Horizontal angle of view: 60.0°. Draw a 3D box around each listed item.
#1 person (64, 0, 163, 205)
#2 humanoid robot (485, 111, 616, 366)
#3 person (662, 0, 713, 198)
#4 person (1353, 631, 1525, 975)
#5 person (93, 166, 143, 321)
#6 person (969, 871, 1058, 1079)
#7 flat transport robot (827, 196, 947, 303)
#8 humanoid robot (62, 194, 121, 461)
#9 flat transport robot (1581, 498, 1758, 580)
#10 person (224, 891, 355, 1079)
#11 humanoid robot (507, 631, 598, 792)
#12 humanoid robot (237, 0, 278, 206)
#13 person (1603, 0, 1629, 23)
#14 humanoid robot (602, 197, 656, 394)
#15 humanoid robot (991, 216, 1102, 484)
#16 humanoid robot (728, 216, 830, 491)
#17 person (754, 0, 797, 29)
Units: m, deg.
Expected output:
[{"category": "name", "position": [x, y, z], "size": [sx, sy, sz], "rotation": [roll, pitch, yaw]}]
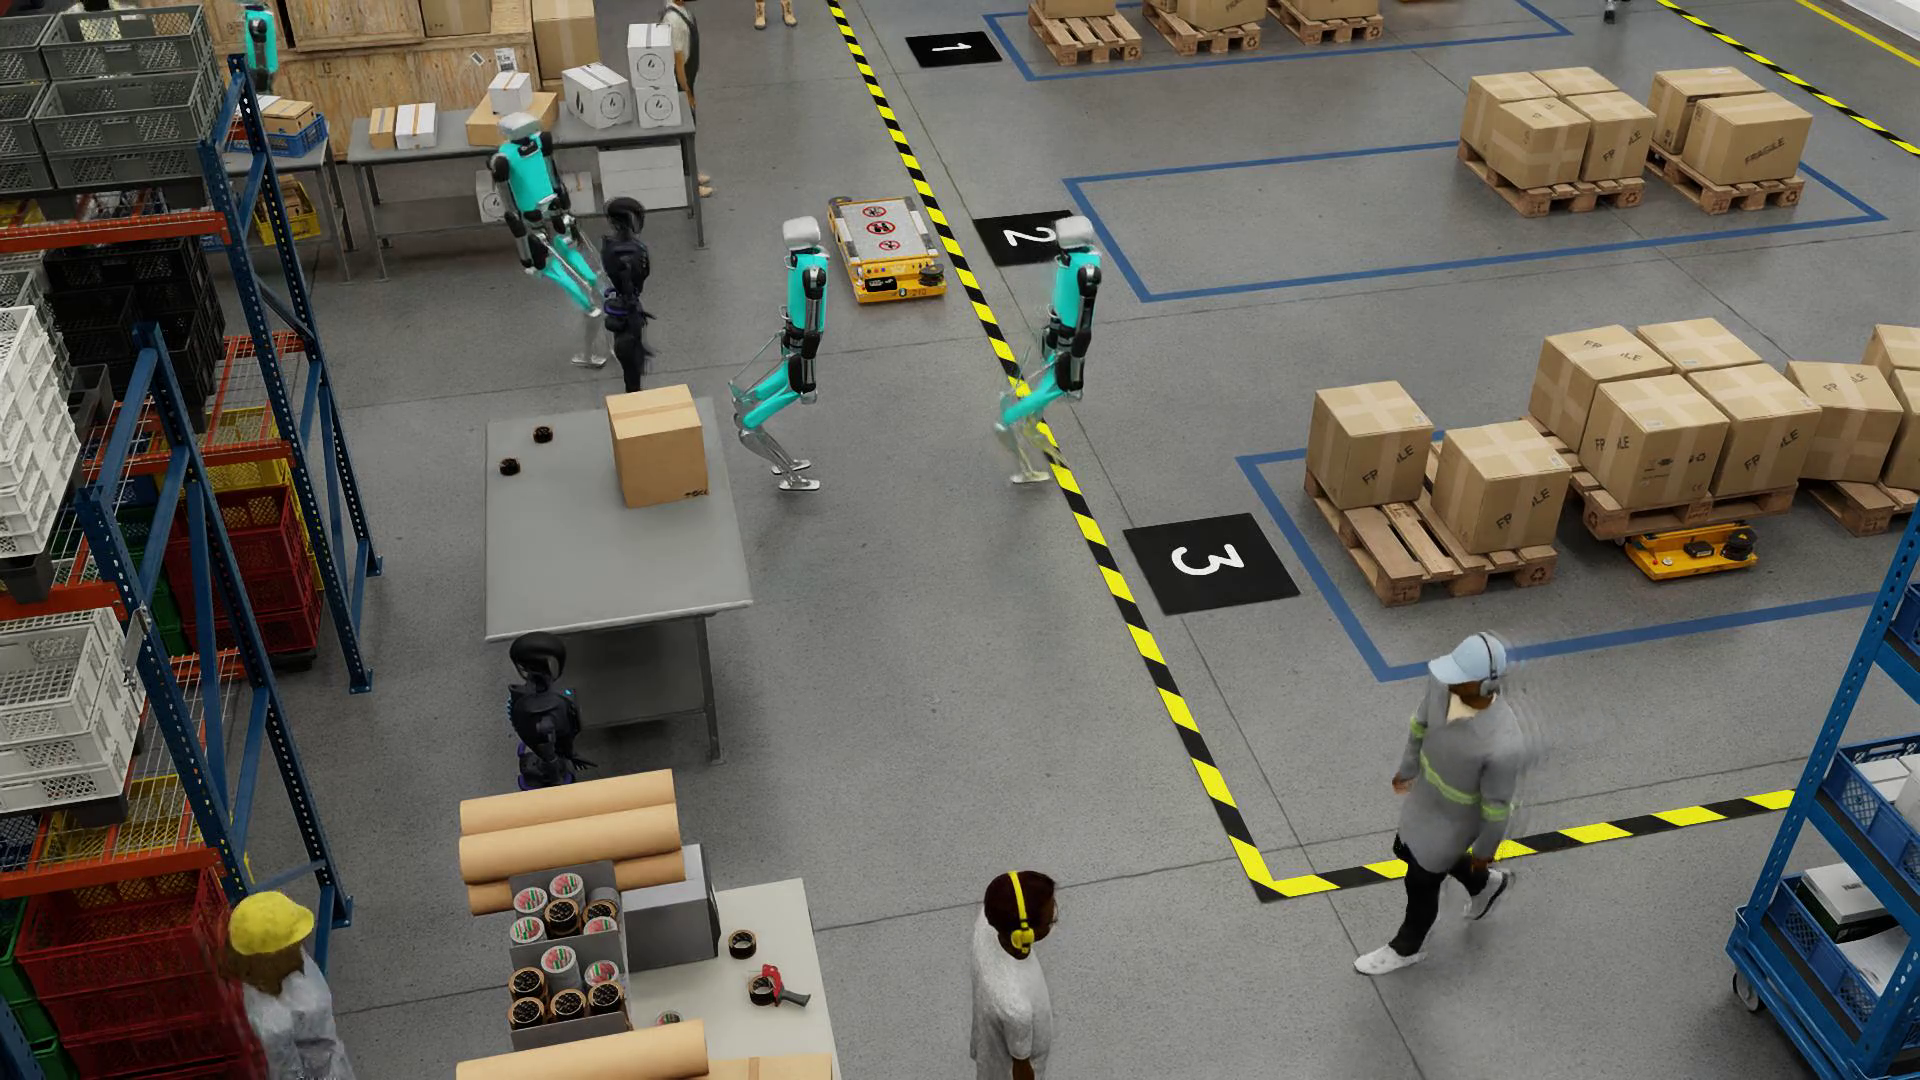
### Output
[{"category": "person", "position": [-6.553, -3.512, 13.006], "size": [0.647, 1.780, 0.959], "rotation": [-19, 41, -24]}, {"category": "humanoid robot", "position": [-2.562, -1.876, 10.859], "size": [0.782, 1.779, 0.553], "rotation": [19, 40, 23]}, {"category": "person", "position": [-2.174, -3.589, 13.082], "size": [0.402, 1.835, 0.530], "rotation": [-4, 37, -5]}, {"category": "person", "position": [2.049, 1.067, 6.811], "size": [0.644, 1.831, 0.590], "rotation": [-7, 37, -10]}, {"category": "person", "position": [-5.749, -2.258, 11.247], "size": [0.329, 1.872, 0.508], "rotation": [-8, 37, -10]}, {"category": "person", "position": [0.203, 1.817, 5.768], "size": [0.329, 1.874, 0.508], "rotation": [-8, 37, -10]}, {"category": "flat transport robot", "position": [-0.570, -2.220, 12.538], "size": [0.659, 0.231, 1.431], "rotation": [-8, 37, -10]}, {"category": "humanoid robot", "position": [-5.216, -1.082, 9.859], "size": [0.810, 1.878, 0.556], "rotation": [-25, 43, -30]}, {"category": "flat transport robot", "position": [4.062, -0.294, 9.926], "size": [0.652, 0.197, 1.431], "rotation": [-8, 37, -10]}, {"category": "person", "position": [-2.351, 1.853, 5.836], "size": [0.610, 1.728, 0.484], "rotation": [-14, 39, -18]}, {"category": "humanoid robot", "position": [-1.674, 1.041, 6.961], "size": [0.315, 1.657, 0.599], "rotation": [-8, 37, -10]}, {"category": "humanoid robot", "position": [-5.537, -3.319, 12.857], "size": [0.792, 1.854, 0.552], "rotation": [-10, 38, -13]}, {"category": "person", "position": [6.711, -6.125, 16.498], "size": [0.596, 1.804, 0.759], "rotation": [8, 37, 11]}, {"category": "humanoid robot", "position": [-2.008, -1.308, 10.131], "size": [0.365, 1.649, 0.610], "rotation": [-6, 37, -8]}, {"category": "humanoid robot", "position": [0.440, -1.003, 9.695], "size": [0.795, 1.804, 0.540], "rotation": [-7, 37, -10]}, {"category": "humanoid robot", "position": [-1.089, -1.042, 9.611], "size": [0.735, 1.677, 0.533], "rotation": [-8, 37, -10]}, {"category": "person", "position": [-1.847, -6.013, 16.149], "size": [0.607, 2.046, 0.365], "rotation": [-8, 37, -10]}]
